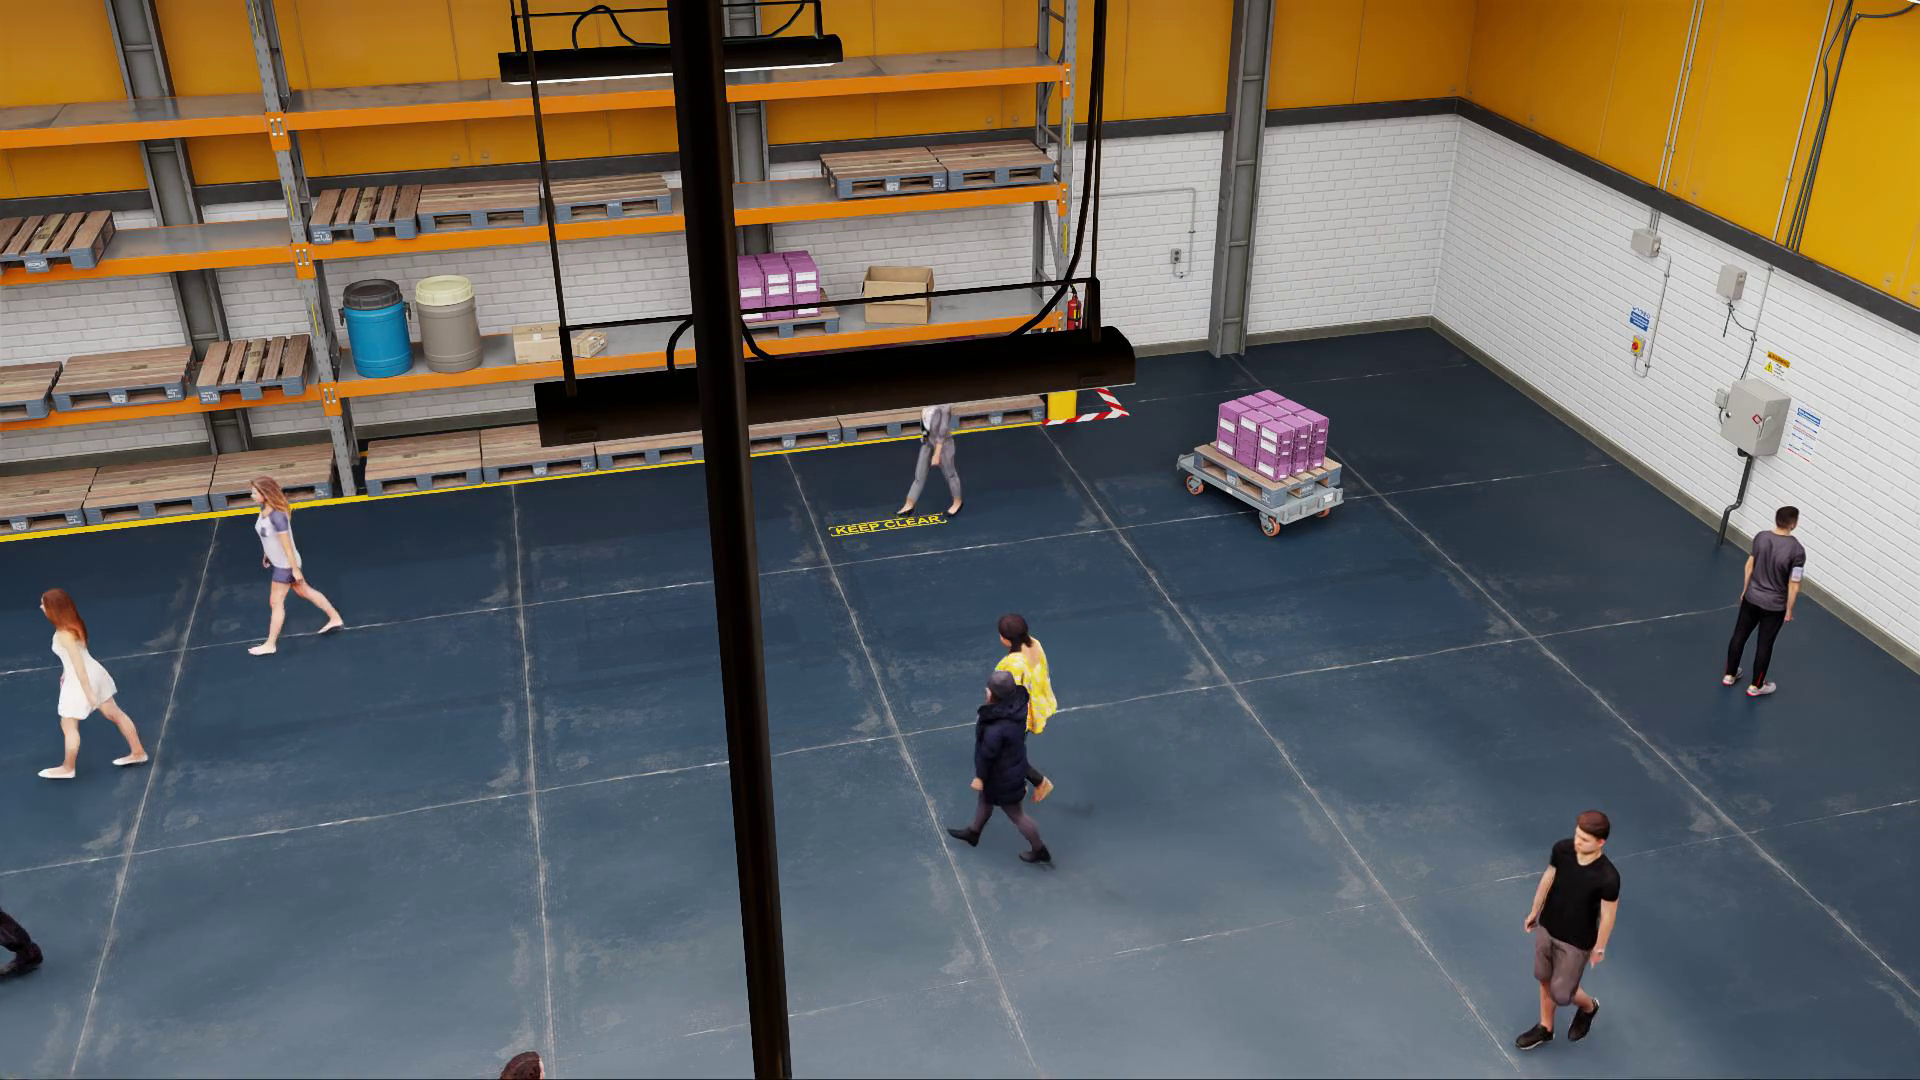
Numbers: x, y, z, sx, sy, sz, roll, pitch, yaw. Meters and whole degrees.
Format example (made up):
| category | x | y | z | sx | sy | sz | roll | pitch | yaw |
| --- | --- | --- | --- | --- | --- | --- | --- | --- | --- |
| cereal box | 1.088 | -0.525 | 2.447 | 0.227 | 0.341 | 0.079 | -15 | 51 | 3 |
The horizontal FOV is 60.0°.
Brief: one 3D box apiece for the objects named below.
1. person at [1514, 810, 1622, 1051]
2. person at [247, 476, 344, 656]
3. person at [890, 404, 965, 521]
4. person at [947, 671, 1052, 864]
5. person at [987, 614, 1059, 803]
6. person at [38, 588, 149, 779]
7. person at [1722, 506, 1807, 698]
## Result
| category | x | y | z | sx | sy | sz | roll | pitch | yaw |
| --- | --- | --- | --- | --- | --- | --- | --- | --- | --- |
| person | 3.923 | 2.461 | 10.547 | 0.877 | 1.849 | 0.762 | -14 | 32 | -24 |
| person | -5.944 | 0.198 | 14.872 | 1.161 | 1.680 | 0.848 | -17 | 33 | -28 |
| person | -0.135 | -0.948 | 17.016 | 1.093 | 1.640 | 0.787 | -14 | 32 | -24 |
| person | 0.379 | 1.702 | 12.158 | 1.186 | 1.639 | 1.027 | 9 | 30 | 16 |
| person | 0.533 | 1.338 | 12.834 | 0.978 | 1.630 | 0.914 | 8 | 30 | 15 |
| person | -6.832 | 1.117 | 13.189 | 0.991 | 1.679 | 0.573 | -6 | 29 | -11 |
| person | 6.883 | 0.507 | 14.218 | 0.662 | 1.764 | 0.697 | -17 | 33 | -29 |
